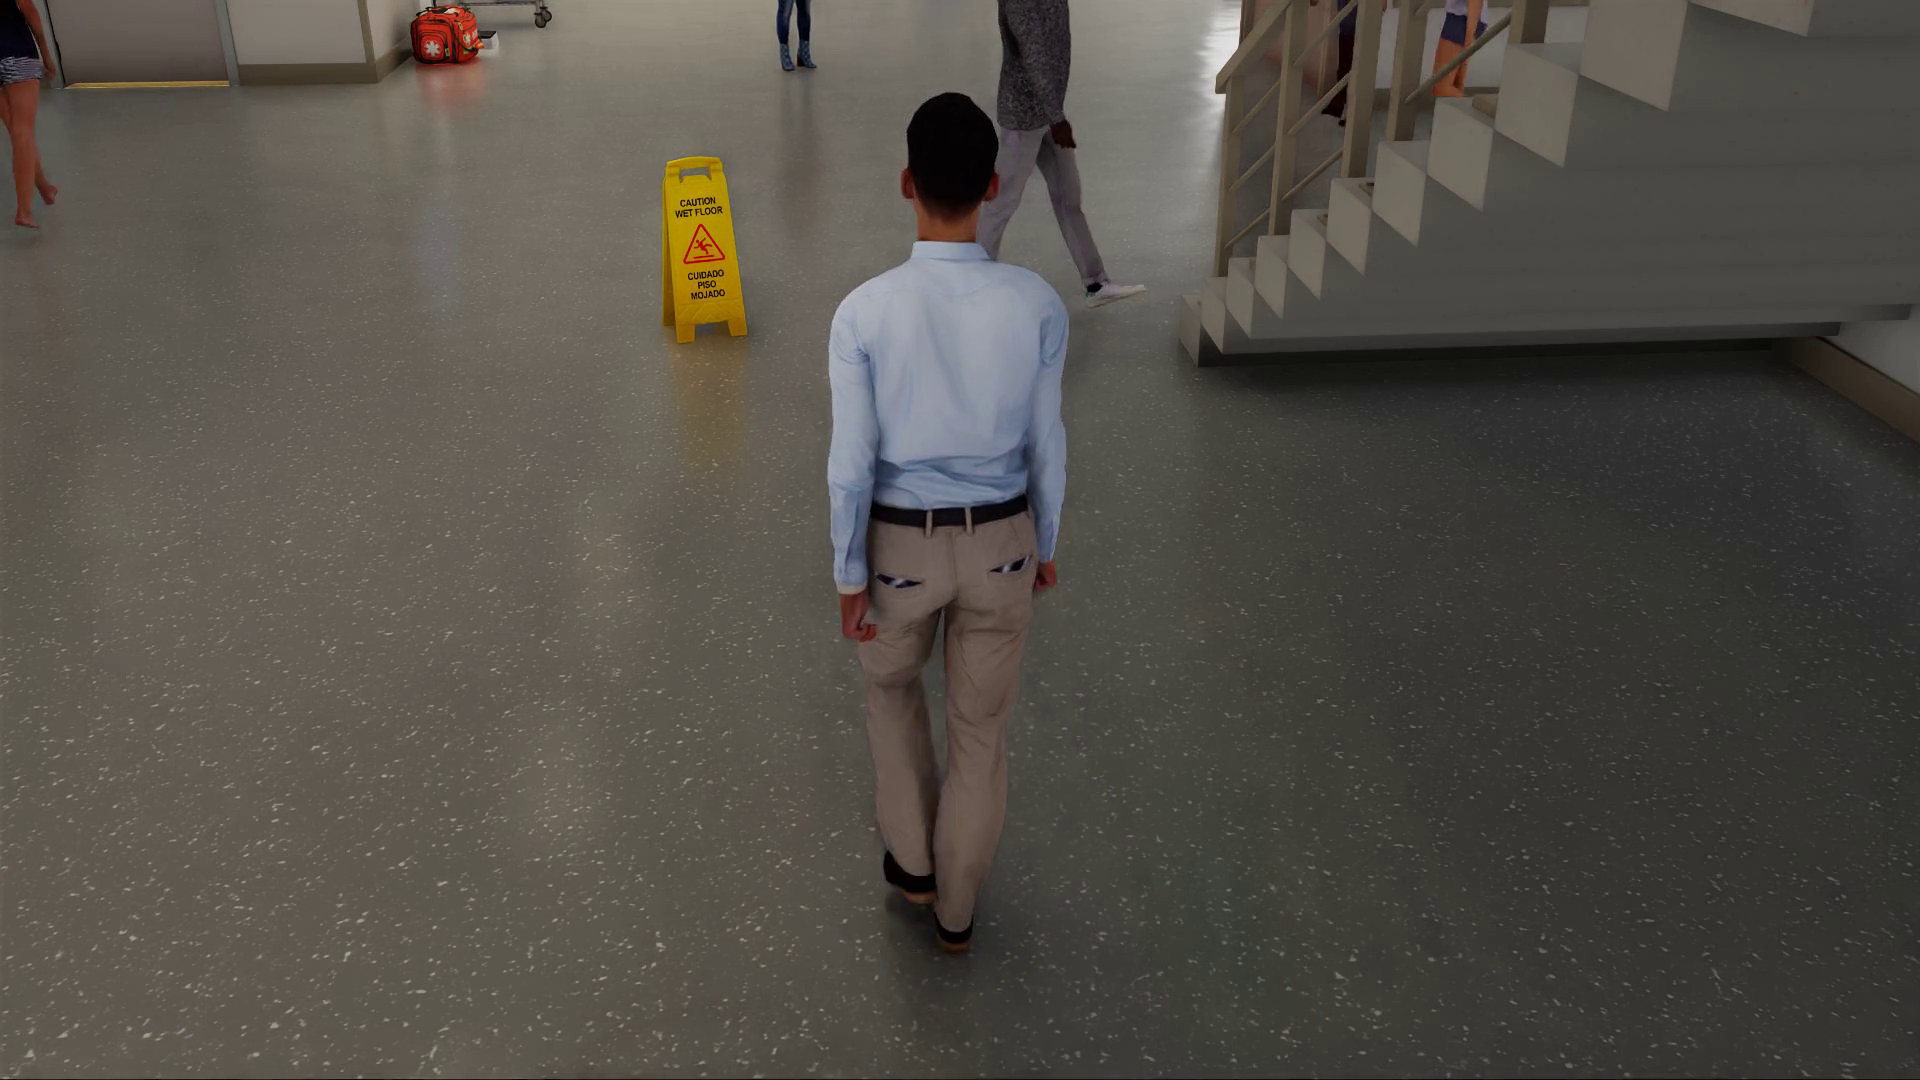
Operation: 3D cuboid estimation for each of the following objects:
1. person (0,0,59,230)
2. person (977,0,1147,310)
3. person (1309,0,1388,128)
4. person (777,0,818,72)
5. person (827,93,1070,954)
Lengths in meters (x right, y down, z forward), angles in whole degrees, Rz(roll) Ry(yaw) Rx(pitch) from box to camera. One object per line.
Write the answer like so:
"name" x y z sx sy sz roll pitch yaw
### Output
"person" -5.051 -2.469 8.748 0.779 1.714 1.216 -7 27 -15
"person" 0.243 -1.878 7.421 1.089 1.801 1.136 11 28 22
"person" 2.733 -3.609 11.137 0.801 1.690 0.880 -16 30 -30
"person" -1.327 -4.576 13.221 0.698 1.622 0.728 -20 32 -35
"person" -0.016 0.072 3.339 0.639 1.834 0.606 -3 26 -6
